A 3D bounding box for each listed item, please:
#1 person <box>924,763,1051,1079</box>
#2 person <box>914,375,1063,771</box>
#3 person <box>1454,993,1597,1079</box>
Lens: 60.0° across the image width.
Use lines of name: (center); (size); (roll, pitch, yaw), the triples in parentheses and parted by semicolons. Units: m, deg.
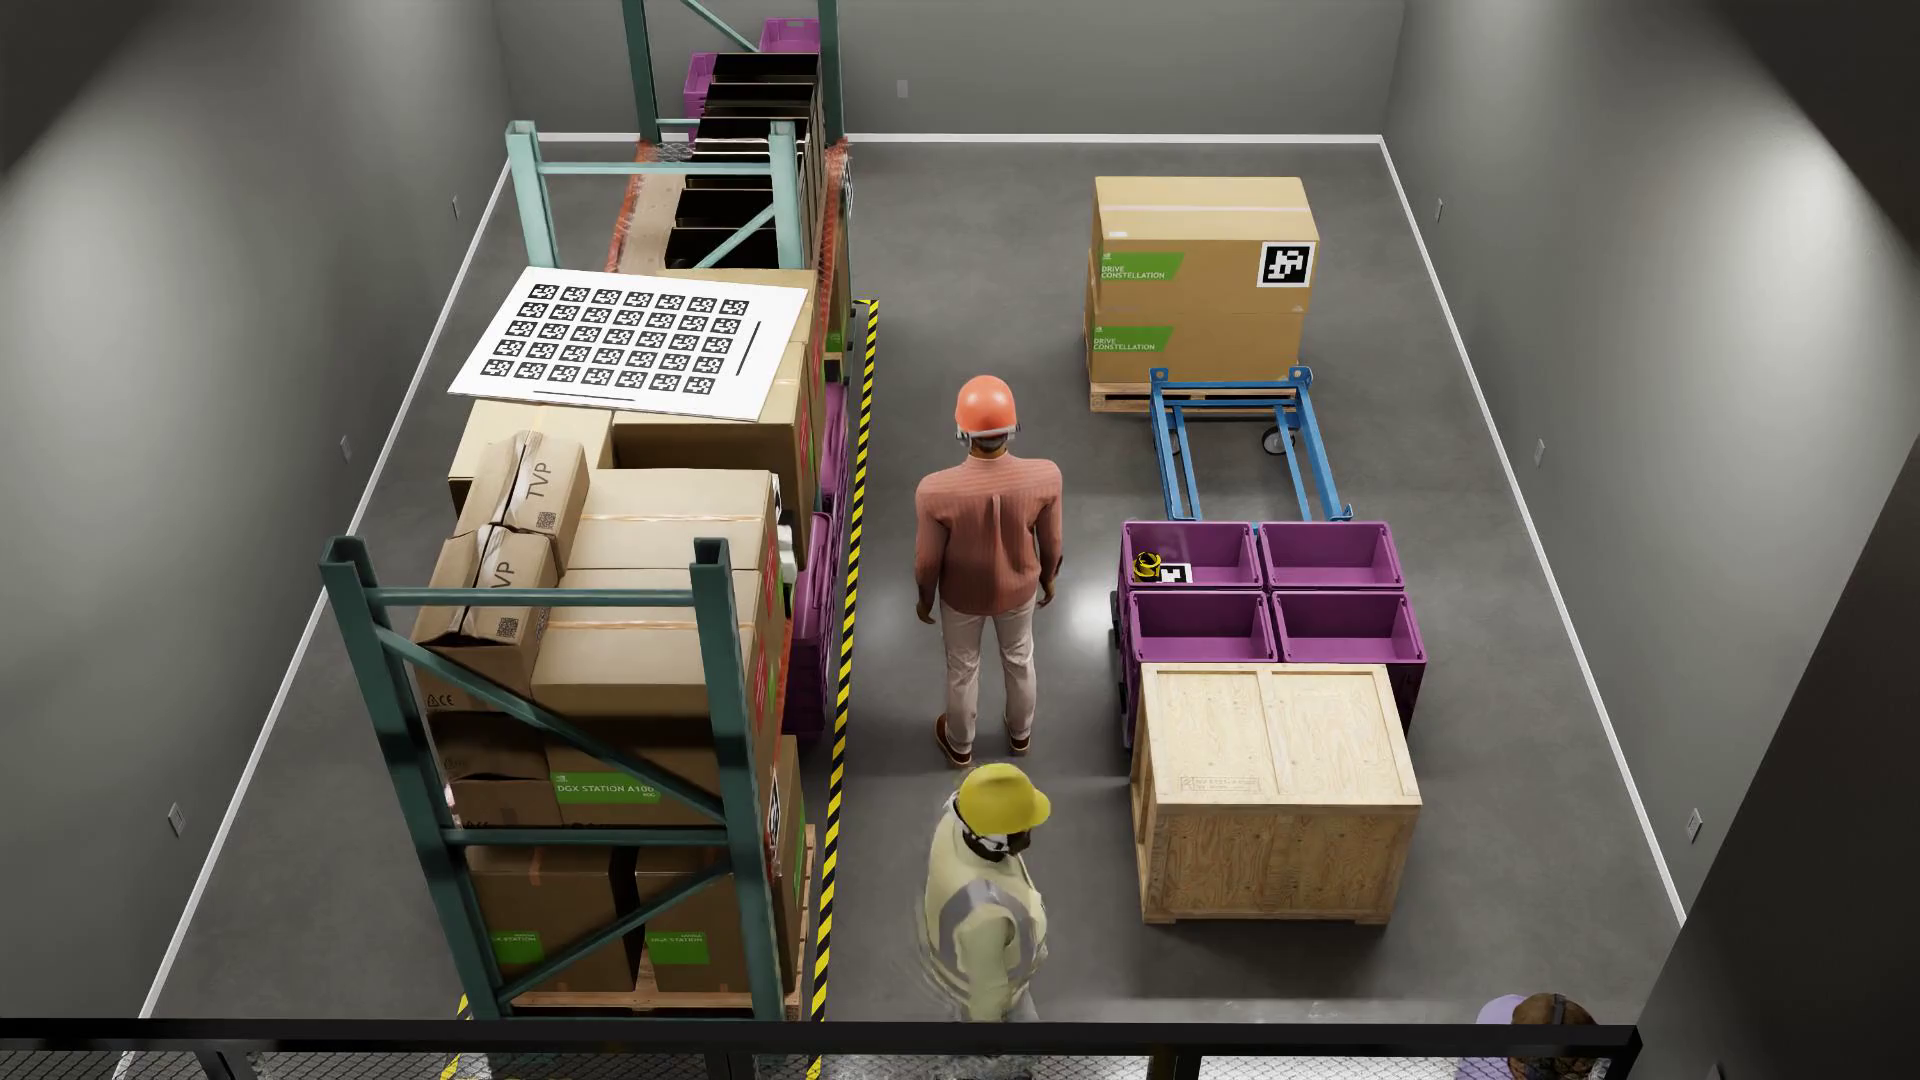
person: (0.096, 1.399, 5.606); (0.421, 1.818, 0.619); (-5, 42, -6)
person: (0.112, 0.168, 6.880); (0.622, 1.993, 0.384); (-10, 42, -11)
person: (1.533, 1.933, 4.909); (0.370, 1.940, 0.627); (11, 42, 13)
